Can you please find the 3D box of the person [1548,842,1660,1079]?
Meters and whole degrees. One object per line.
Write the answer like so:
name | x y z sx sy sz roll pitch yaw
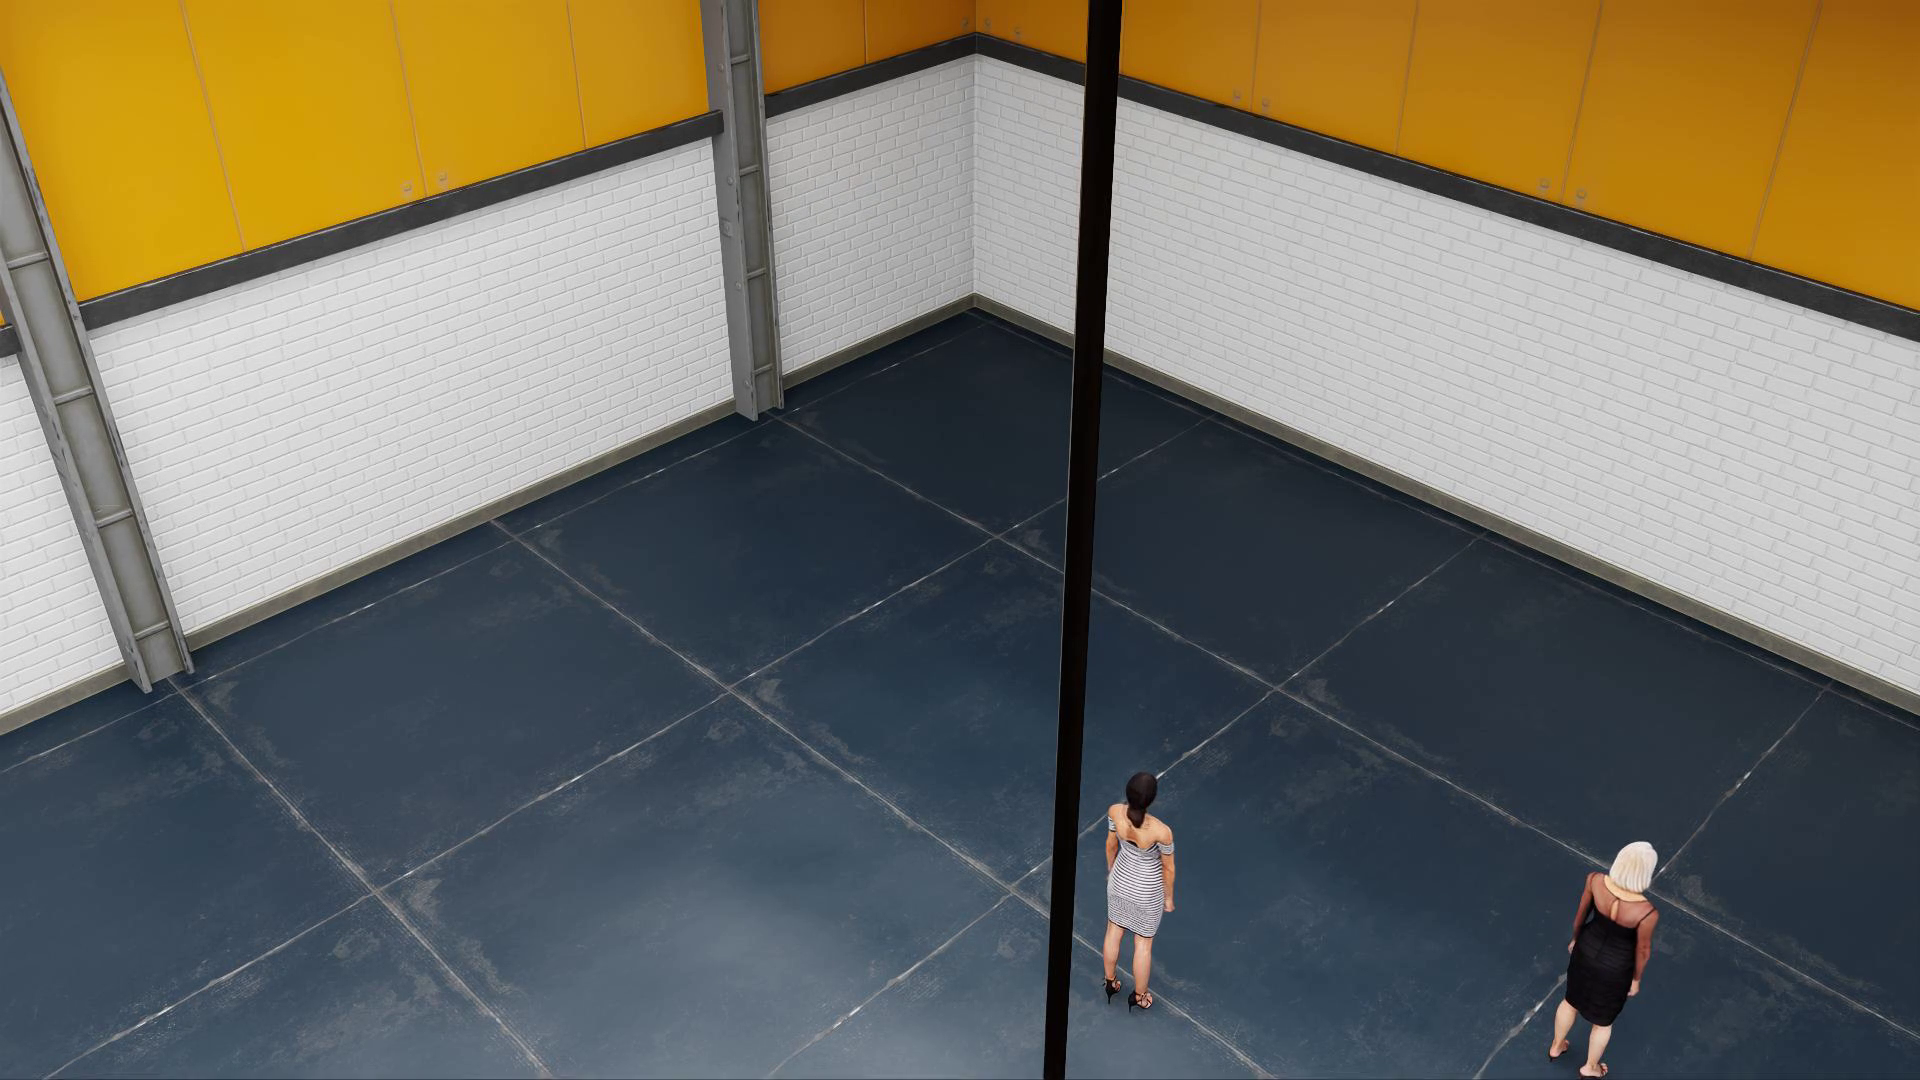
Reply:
person | 3.637 2.379 9.401 0.538 1.746 0.609 -25 41 -32

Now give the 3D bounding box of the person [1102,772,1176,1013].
person | 1.028 2.076 9.789 0.636 1.822 0.578 22 39 29
